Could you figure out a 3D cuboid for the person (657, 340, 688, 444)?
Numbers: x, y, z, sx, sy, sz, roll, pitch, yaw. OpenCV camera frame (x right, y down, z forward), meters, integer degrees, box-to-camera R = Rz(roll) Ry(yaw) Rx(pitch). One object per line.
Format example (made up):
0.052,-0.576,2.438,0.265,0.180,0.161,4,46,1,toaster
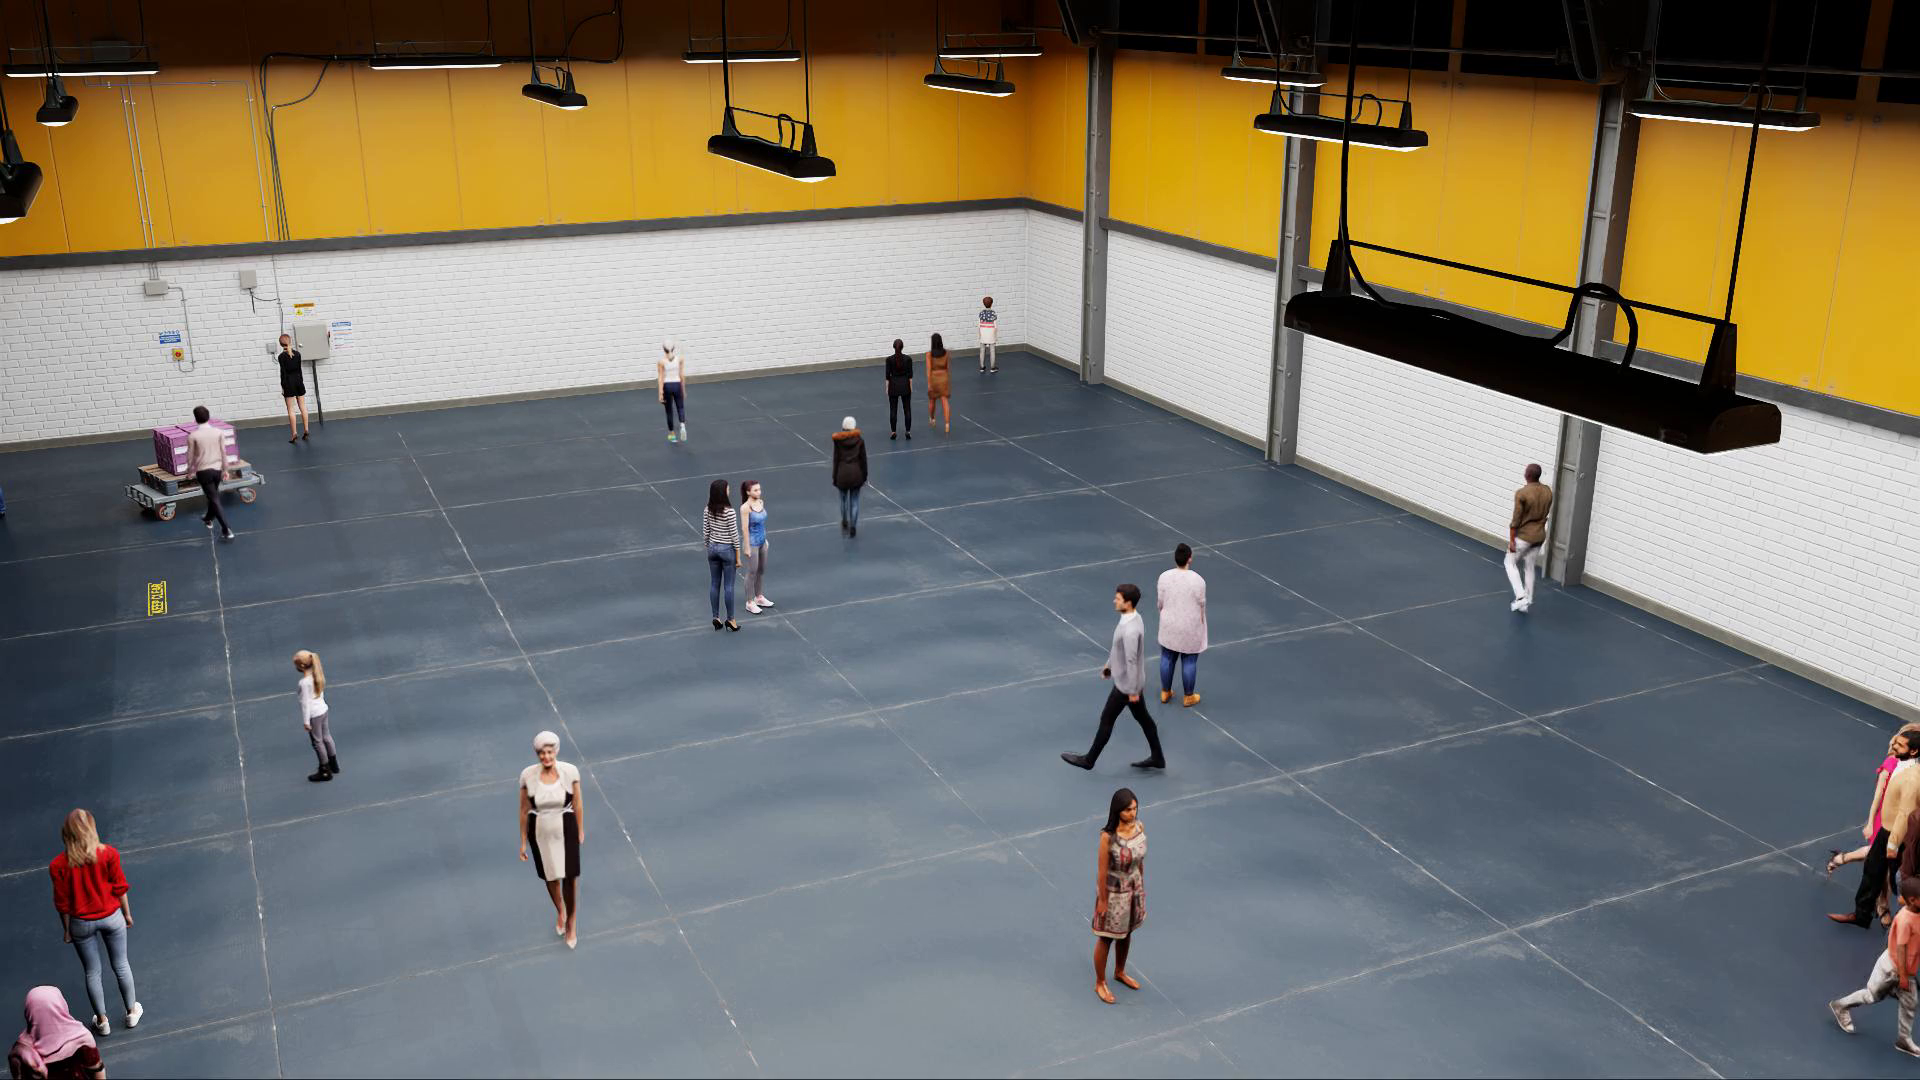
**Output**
-4.578,-2.353,26.652,0.613,1.692,0.904,-8,20,-23,person

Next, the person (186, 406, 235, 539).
-9.954,-0.855,22.106,1.289,1.754,0.965,17,25,40,person

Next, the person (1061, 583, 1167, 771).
1.652,1.324,15.458,1.237,1.867,1.275,3,19,9,person

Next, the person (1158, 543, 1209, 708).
2.264,0.853,17.052,0.768,1.742,0.860,10,21,28,person

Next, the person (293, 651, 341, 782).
-5.996,1.623,15.503,0.621,1.273,0.538,2,19,6,person

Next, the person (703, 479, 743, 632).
-2.717,0.176,18.981,0.646,1.795,0.733,9,21,25,person

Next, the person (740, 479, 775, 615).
-2.418,0.052,19.640,0.705,1.609,0.661,9,21,25,person

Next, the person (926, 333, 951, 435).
-0.312,-2.515,27.212,0.696,1.642,1.144,-5,19,-15,person

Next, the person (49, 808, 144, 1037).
-6.075,2.679,11.691,0.638,1.703,0.526,-11,21,-29,person

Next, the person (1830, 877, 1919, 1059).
6.461,2.928,11.587,0.598,1.298,0.944,-12,22,-31,person

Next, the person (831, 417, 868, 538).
-1.477,-0.824,22.234,0.793,1.614,0.929,-2,19,-5,person

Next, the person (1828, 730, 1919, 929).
7.326,2.294,12.791,1.157,1.731,1.095,7,20,19,person

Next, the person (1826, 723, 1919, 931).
7.300,2.185,13.173,0.632,1.695,1.017,-7,20,-19,person

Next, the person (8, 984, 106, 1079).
-5.284,3.343,9.820,0.644,1.639,0.576,-9,21,-25,person

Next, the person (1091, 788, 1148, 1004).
1.171,2.558,12.143,0.696,1.644,0.609,-14,23,-36,person

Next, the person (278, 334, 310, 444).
-10.777,-2.457,26.842,0.679,1.768,0.656,11,22,30,person

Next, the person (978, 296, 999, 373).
0.534,-3.939,31.758,0.585,1.438,0.638,6,19,16,person

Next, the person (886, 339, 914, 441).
-0.982,-2.439,26.956,0.673,1.662,0.670,-1,19,-3,person

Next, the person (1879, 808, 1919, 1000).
6.994,2.488,12.141,0.668,1.780,0.539,-11,21,-29,person

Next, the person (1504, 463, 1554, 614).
6.689,0.009,19.447,0.759,1.813,0.718,-6,19,-16,person

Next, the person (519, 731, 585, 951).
-3.145,2.261,12.879,0.749,1.738,0.829,-2,19,-4,person
